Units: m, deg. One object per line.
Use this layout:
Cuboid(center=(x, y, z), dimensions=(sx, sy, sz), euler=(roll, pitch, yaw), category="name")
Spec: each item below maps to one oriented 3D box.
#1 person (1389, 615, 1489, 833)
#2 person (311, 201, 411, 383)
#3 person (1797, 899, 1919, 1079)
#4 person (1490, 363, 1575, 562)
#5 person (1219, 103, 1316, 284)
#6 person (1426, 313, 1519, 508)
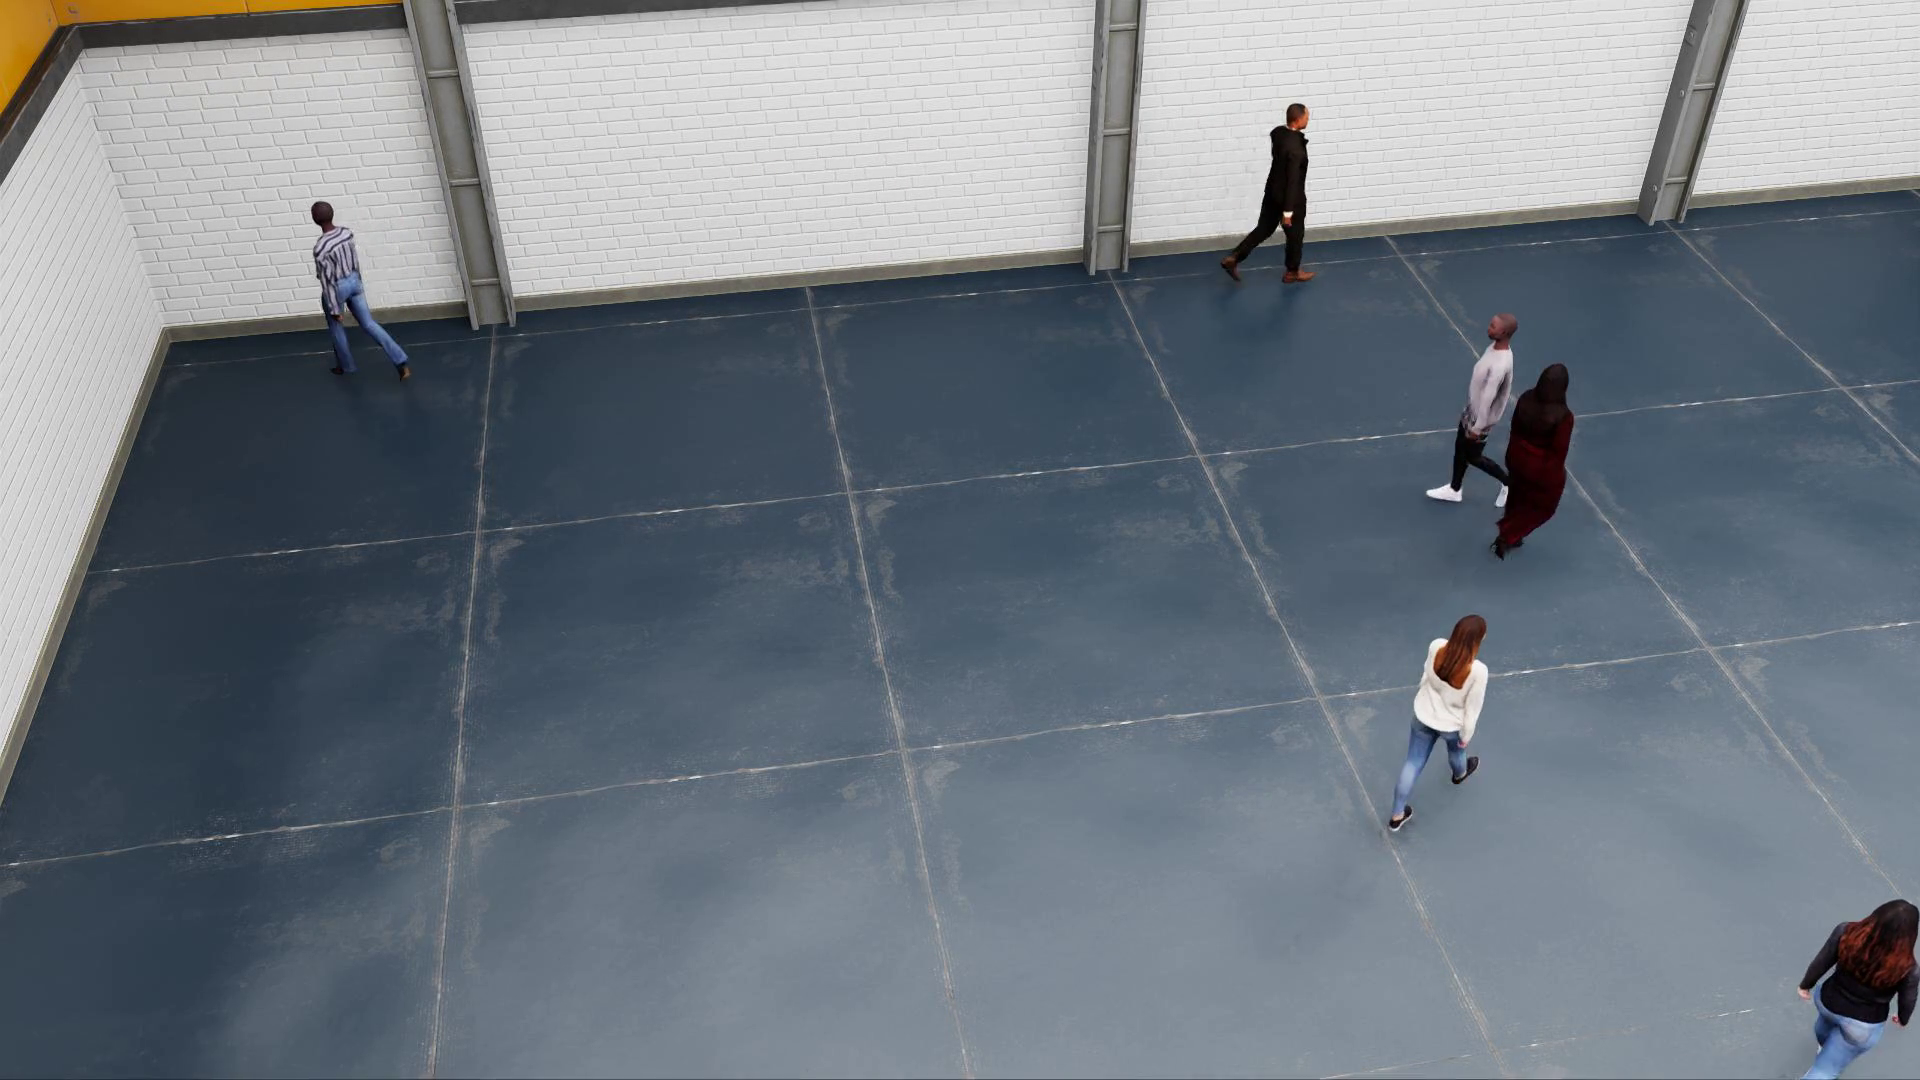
Cuboid(center=(2.984, 1.179, 10.461), dimensions=(1.193, 1.642, 1.022), euler=(-31, 48, -33), category="person")
Cuboid(center=(-5.270, -2.103, 14.474), dimensions=(1.211, 1.762, 1.030), euler=(15, 41, 18), category="person")
Cuboid(center=(4.668, 2.542, 8.798), dimensions=(1.214, 1.587, 0.992), euler=(-26, 46, -29), category="person")
Cuboid(center=(4.266, -0.531, 12.520), dimensions=(0.890, 1.745, 0.814), euler=(-21, 43, -24), category="person")
Cuboid(center=(2.998, -3.253, 15.823), dimensions=(1.262, 1.875, 0.830), euler=(-12, 40, -15), category="person")
Cuboid(center=(4.192, -0.978, 13.069), dimensions=(1.036, 1.758, 0.807), euler=(5, 39, 7), category="person")
